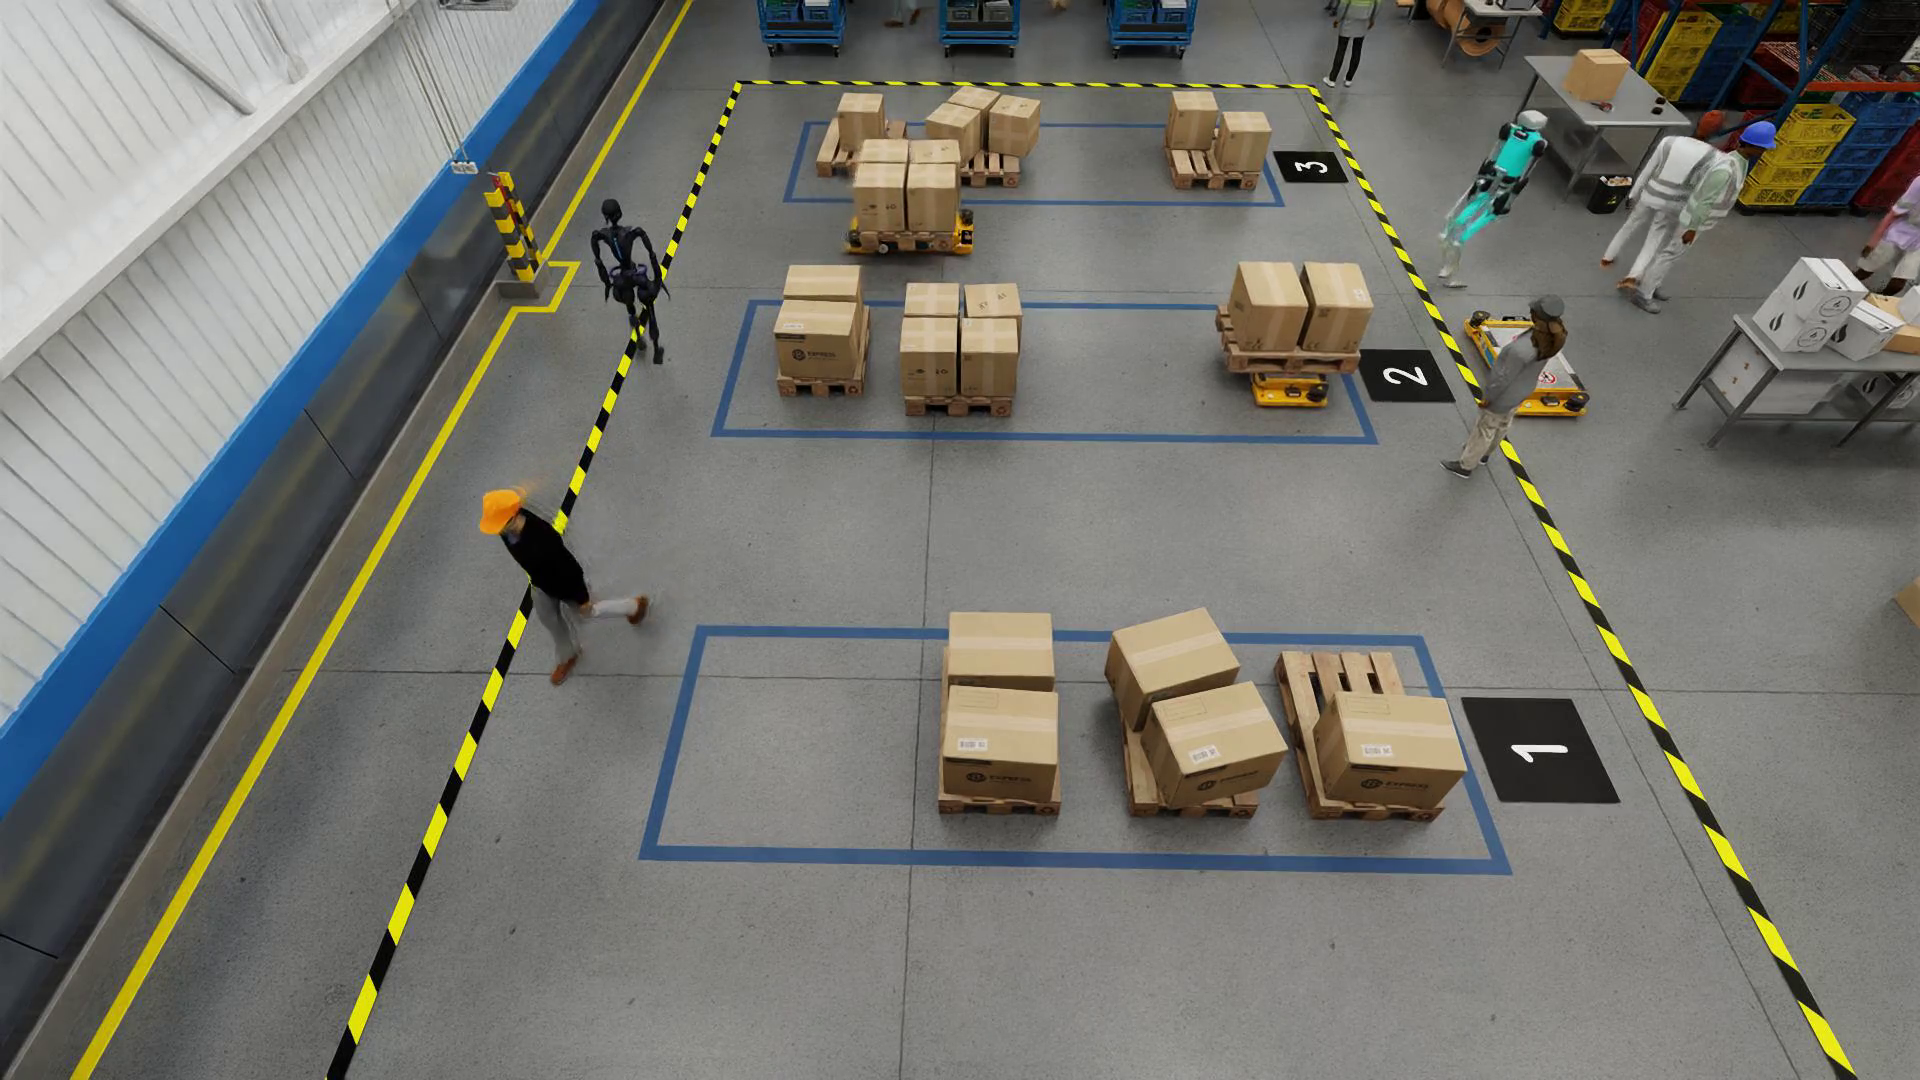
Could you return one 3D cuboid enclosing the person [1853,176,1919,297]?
[{"bbox_3d":[9.126,-2.819,8.814,0.626,2.021,0.761,18,51,15],"label":"person"}]

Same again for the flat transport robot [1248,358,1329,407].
[{"bbox_3d":[3.175,-1.866,9.130,0.652,0.197,1.431,1,49,1],"label":"flat transport robot"}]

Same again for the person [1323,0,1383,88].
[{"bbox_3d":[5.547,-7.336,12.836,0.589,1.852,0.397,1,49,1],"label":"person"}]

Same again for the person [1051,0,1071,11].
[{"bbox_3d":[1.657,-9.540,14.758,0.640,1.826,0.465,24,53,20],"label":"person"}]

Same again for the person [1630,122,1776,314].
[{"bbox_3d":[7.455,-3.237,9.224,0.386,1.948,0.602,37,58,27],"label":"person"}]

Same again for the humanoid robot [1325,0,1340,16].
[{"bbox_3d":[6.262,-9.338,14.678,0.323,1.642,0.601,-31,56,-24],"label":"humanoid robot"}]

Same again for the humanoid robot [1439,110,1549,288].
[{"bbox_3d":[5.441,-3.534,9.627,0.809,1.769,0.559,-20,52,-17],"label":"humanoid robot"}]

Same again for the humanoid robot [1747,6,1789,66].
[{"bbox_3d":[11.963,-7.770,13.324,0.307,1.651,0.612,31,56,24],"label":"humanoid robot"}]

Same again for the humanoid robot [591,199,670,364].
[{"bbox_3d":[-3.116,-2.465,8.738,0.616,1.641,0.457,-7,49,-6],"label":"humanoid robot"}]

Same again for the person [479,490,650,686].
[{"bbox_3d":[-2.730,0.222,6.302,0.621,1.847,0.807,26,54,21],"label":"person"}]

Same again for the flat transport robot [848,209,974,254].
[{"bbox_3d":[-0.557,-3.590,10.622,1.431,0.197,0.652,1,49,1],"label":"flat transport robot"}]

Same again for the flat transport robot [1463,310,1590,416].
[{"bbox_3d":[5.573,-1.757,9.054,0.659,0.231,1.431,1,49,1],"label":"flat transport robot"}]

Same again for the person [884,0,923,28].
[{"bbox_3d":[-0.930,-8.994,14.238,0.534,1.900,0.682,2,49,2],"label":"person"}]

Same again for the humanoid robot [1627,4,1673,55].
[{"bbox_3d":[10.438,-8.013,13.555,0.656,1.623,0.586,6,49,5],"label":"humanoid robot"}]

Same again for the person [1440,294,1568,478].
[{"bbox_3d":[4.555,-1.251,7.625,0.564,1.764,0.402,-27,54,-22],"label":"person"}]

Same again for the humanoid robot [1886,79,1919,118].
[{"bbox_3d":[11.973,-5.582,11.382,0.675,1.782,0.545,-9,50,-7],"label":"humanoid robot"}]

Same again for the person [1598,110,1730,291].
[{"bbox_3d":[7.299,-3.537,9.552,0.699,1.864,0.609,-35,57,-26],"label":"person"}]

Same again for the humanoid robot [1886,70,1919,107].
[{"bbox_3d":[12.634,-6.105,11.825,0.530,1.754,0.714,-22,53,-18],"label":"humanoid robot"}]

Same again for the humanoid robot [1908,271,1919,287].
[{"bbox_3d":[10.576,-3.328,9.395,0.531,1.712,0.727,5,49,4],"label":"humanoid robot"}]
